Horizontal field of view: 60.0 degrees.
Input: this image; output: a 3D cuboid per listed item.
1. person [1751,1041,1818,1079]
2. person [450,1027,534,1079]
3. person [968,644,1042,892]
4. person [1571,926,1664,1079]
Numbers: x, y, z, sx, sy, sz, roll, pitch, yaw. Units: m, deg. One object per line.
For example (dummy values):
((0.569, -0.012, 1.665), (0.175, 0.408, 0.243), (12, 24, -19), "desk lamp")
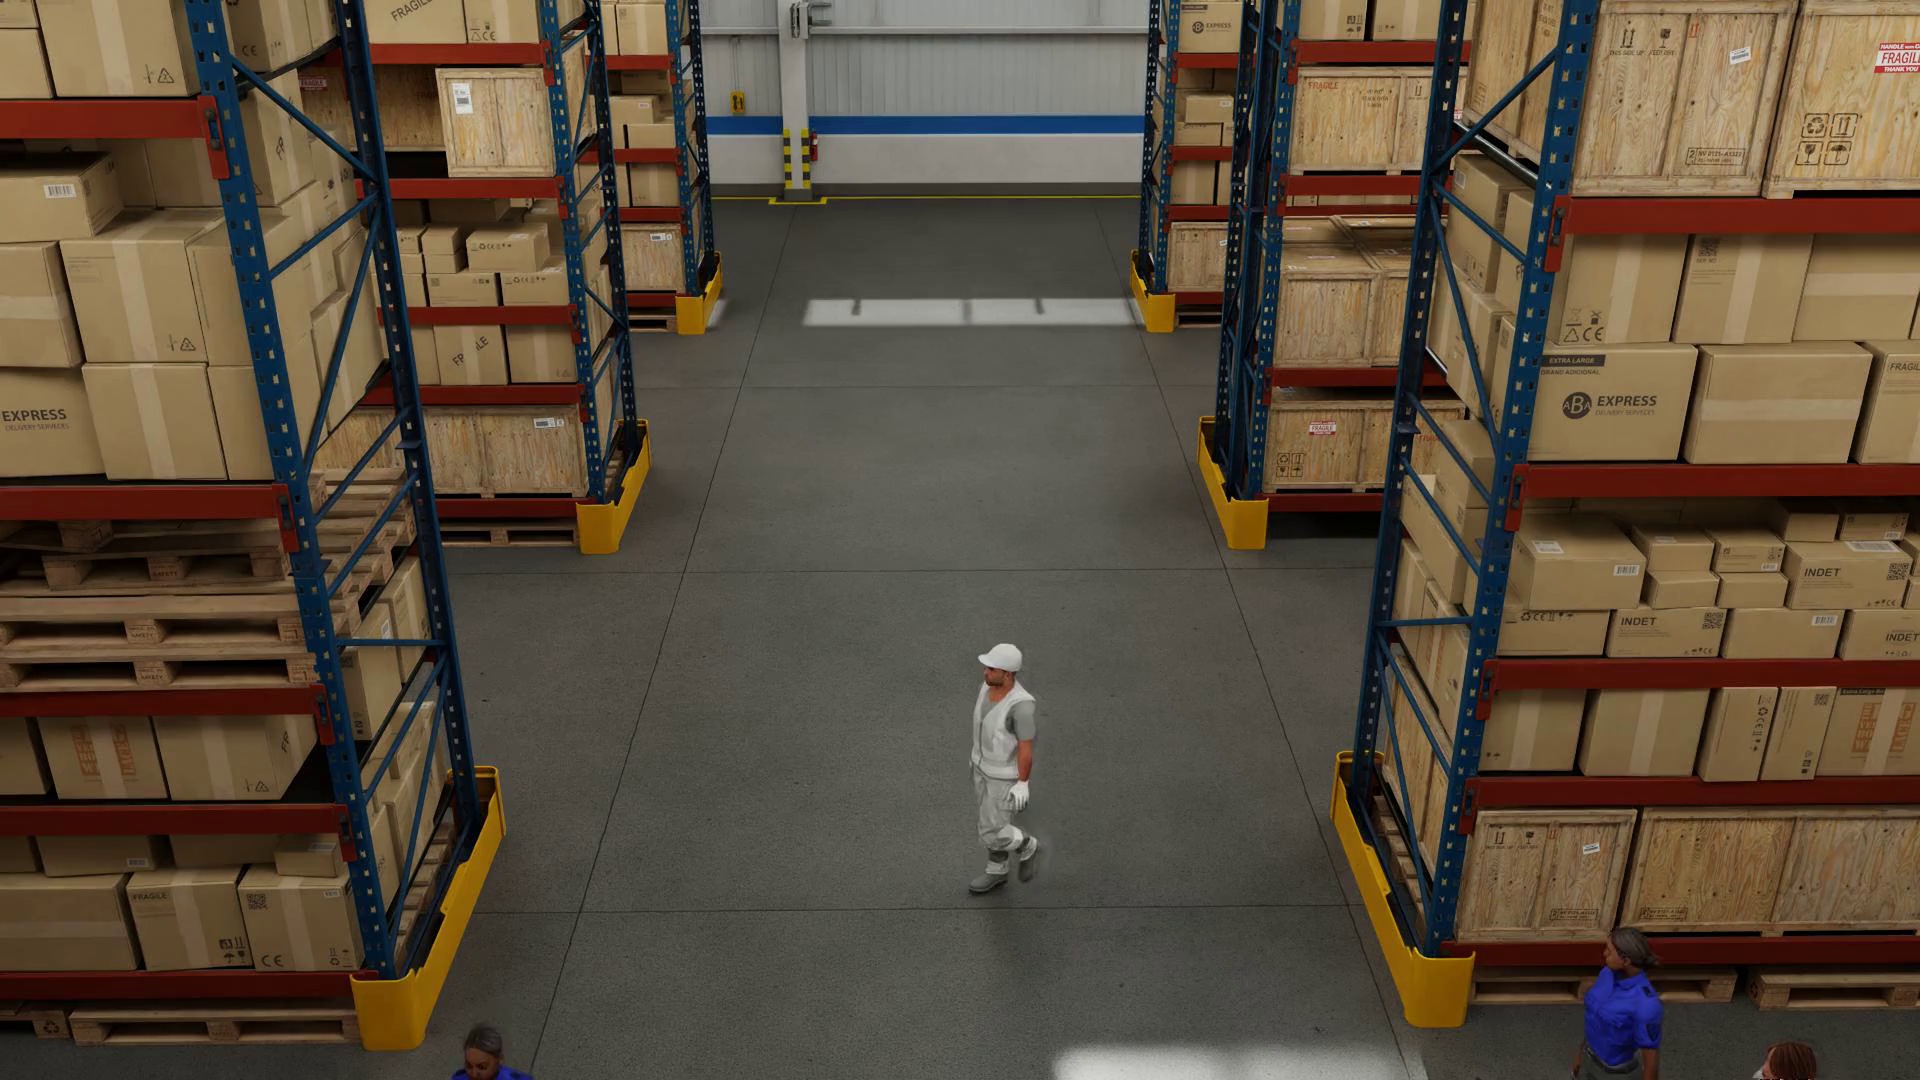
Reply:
((3.632, 2.963, 7.737), (0.694, 1.589, 0.423), (1, 25, 1), "person")
((-2.124, 2.991, 7.592), (0.461, 1.650, 0.673), (1, 25, 2), "person")
((0.268, 1.470, 10.655), (0.516, 1.790, 0.587), (-14, 29, -28), "person")
((3.217, 2.676, 8.268), (0.441, 1.648, 0.552), (-3, 25, -7), "person")
